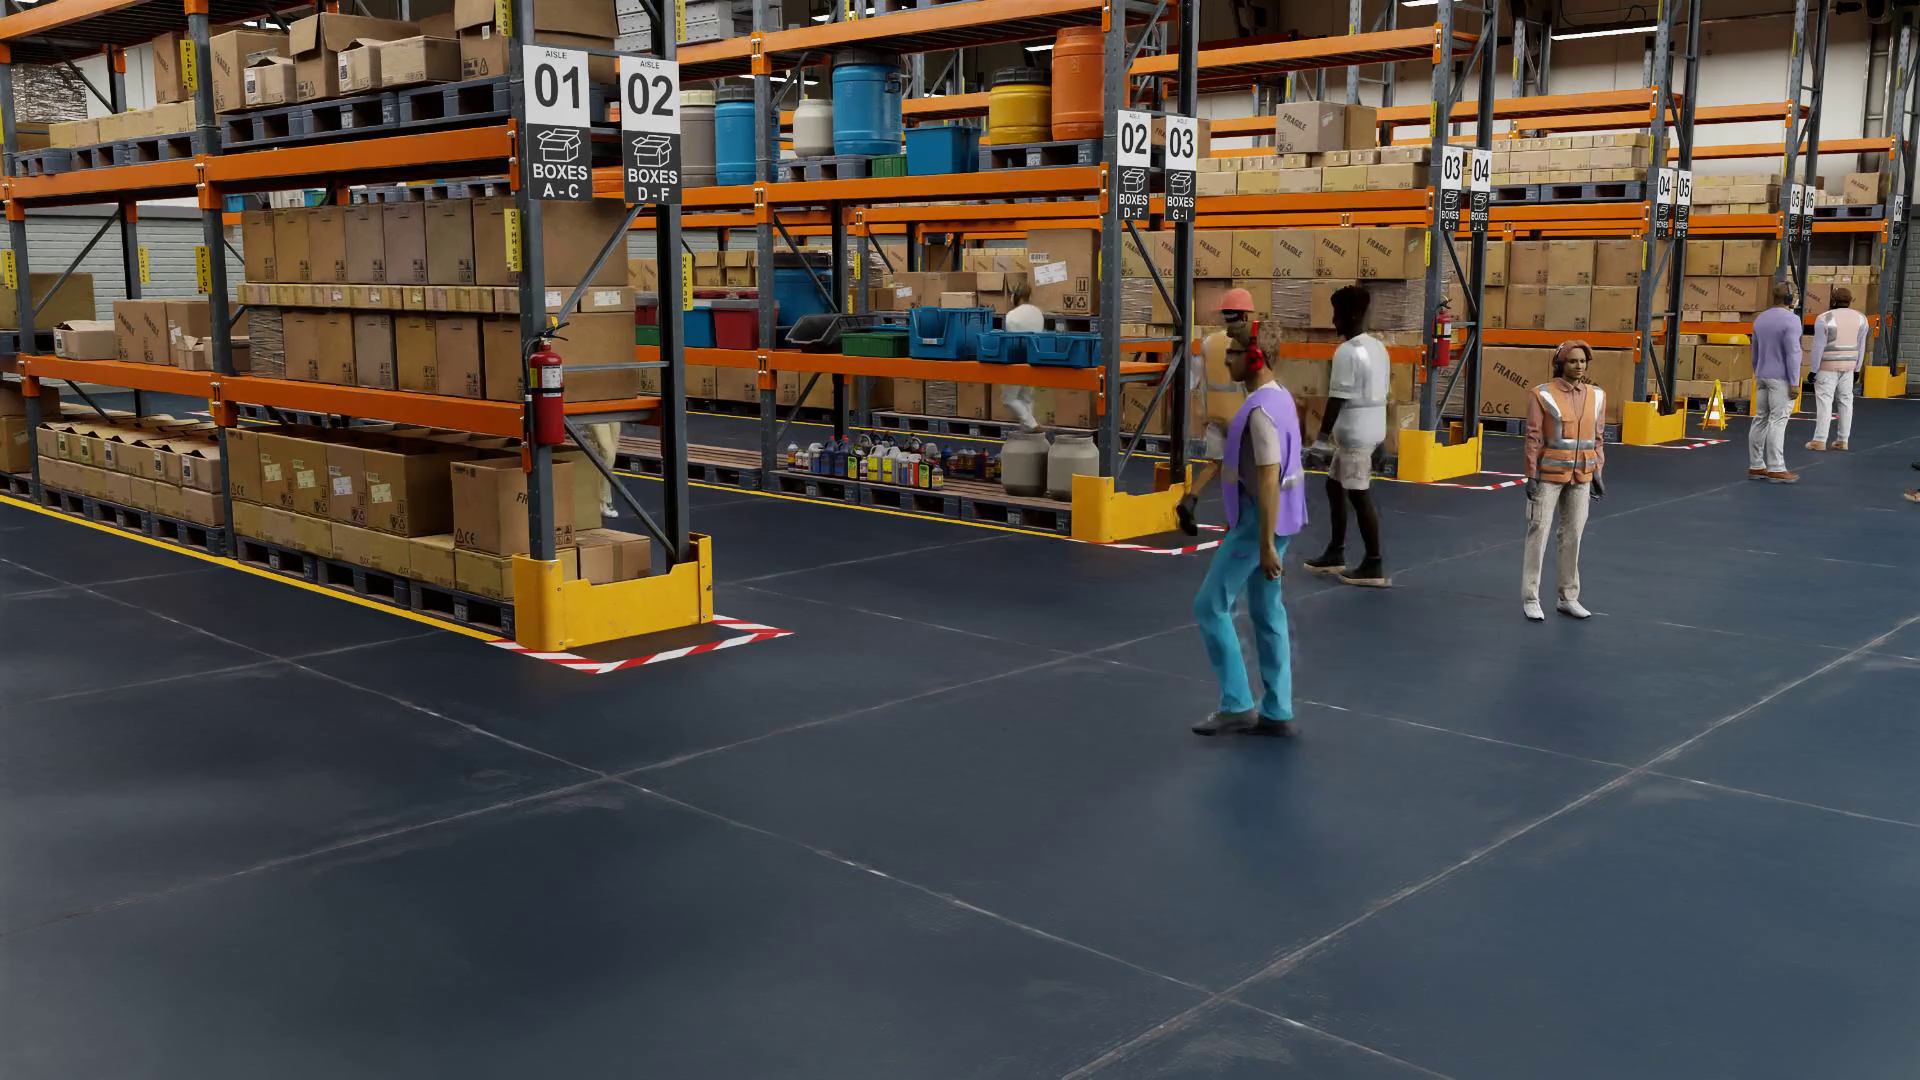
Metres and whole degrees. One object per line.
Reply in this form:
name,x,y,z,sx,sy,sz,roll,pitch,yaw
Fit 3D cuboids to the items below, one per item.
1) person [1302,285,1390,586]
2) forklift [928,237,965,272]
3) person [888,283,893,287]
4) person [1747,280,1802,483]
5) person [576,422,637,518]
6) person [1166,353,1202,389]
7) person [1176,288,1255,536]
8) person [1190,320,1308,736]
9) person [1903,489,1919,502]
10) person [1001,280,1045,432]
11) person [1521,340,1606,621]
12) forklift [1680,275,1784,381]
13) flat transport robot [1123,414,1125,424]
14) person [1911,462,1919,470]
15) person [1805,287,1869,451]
person,2.480,-0.684,10.876,0.764,1.937,0.609,6,11,31
forklift,-0.326,-5.817,39.609,1.129,2.768,1.873,9,13,43
person,-1.128,-3.306,27.359,0.704,1.805,0.619,9,13,42
person,7.915,-1.538,16.121,0.371,1.940,0.627,-2,9,-9
person,-2.873,-0.988,13.704,0.534,1.613,0.536,6,11,34
person,2.864,-2.201,20.464,0.597,1.839,0.825,-3,10,-19
person,2.000,-0.948,12.619,0.733,1.915,0.563,-8,12,-39
person,1.236,-0.040,7.298,0.580,1.823,0.576,3,10,20
person,8.849,-1.288,14.511,0.873,1.965,0.622,2,9,11
person,0.736,-1.923,18.528,0.531,1.922,0.634,8,12,41
person,3.543,-0.353,9.770,0.514,1.642,0.310,-2,9,-12
forklift,12.480,-3.427,27.053,1.214,2.155,2.313,9,13,43
flat transport robot,1.911,-1.494,21.083,1.431,0.197,0.652,9,13,42
person,10.013,-1.684,17.020,0.550,1.935,0.376,-7,12,-36
person,9.928,-1.940,18.886,0.634,1.842,0.429,-1,9,-7
